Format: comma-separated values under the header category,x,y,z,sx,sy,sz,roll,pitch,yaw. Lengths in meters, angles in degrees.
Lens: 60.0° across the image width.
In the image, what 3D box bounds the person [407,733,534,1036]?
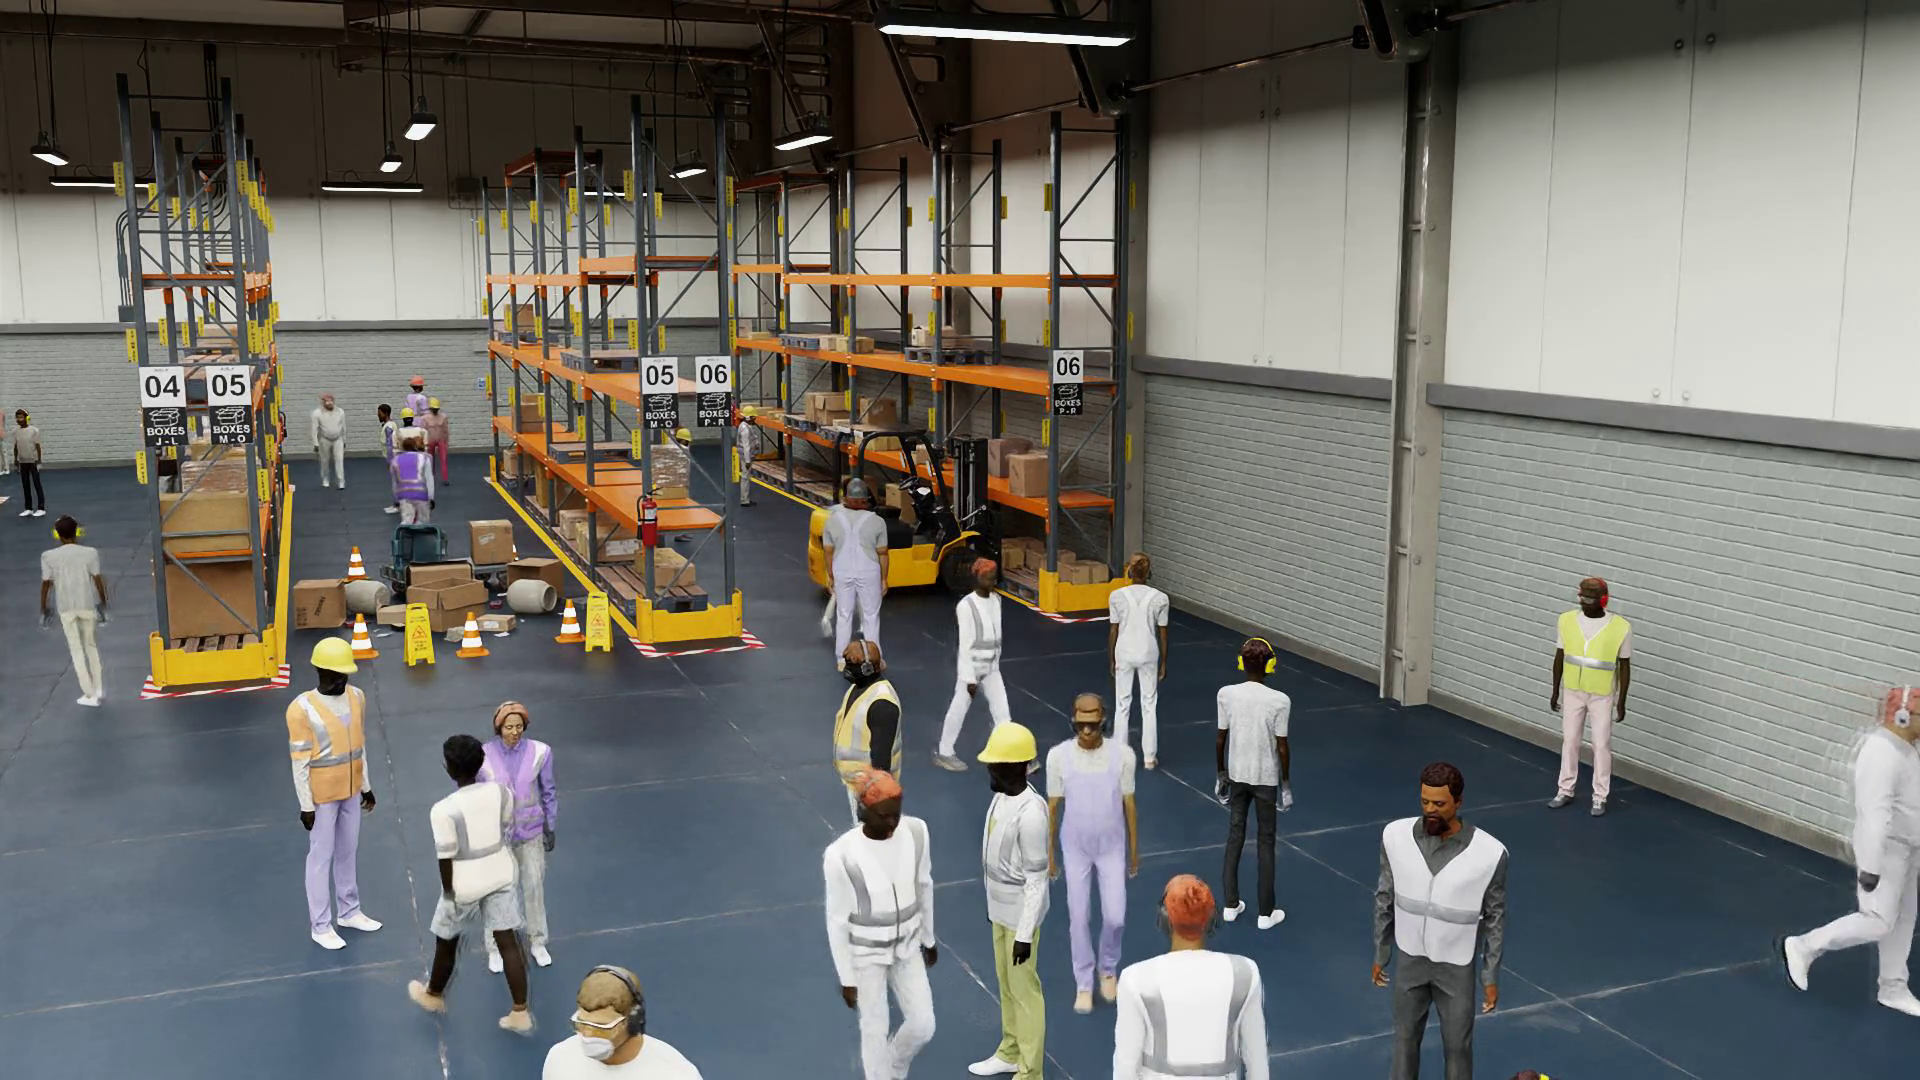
category,x,y,z,sx,sy,sz,roll,pitch,yaw
person,-2.685,1.865,9.117,0.879,1.647,0.540,7,12,39

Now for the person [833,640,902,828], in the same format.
category,x,y,z,sx,sy,sz,roll,pitch,yaw
person,-0.596,1.538,10.623,0.429,1.839,0.626,-3,10,-20

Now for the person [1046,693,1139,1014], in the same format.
category,x,y,z,sx,sy,sz,roll,pitch,yaw
person,0.732,1.745,9.311,0.535,1.831,0.403,1,9,6

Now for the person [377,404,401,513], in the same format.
category,x,y,z,sx,sy,sz,roll,pitch,yaw
person,-9.932,-1.425,29.050,0.396,1.910,0.585,-3,10,-20

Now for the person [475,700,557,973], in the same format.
category,x,y,z,sx,sy,sz,roll,pitch,yaw
person,-2.657,1.753,9.905,0.514,1.634,0.313,-4,10,-22

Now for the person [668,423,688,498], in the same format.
category,x,y,z,sx,sy,sz,roll,pitch,yaw
person,-4.919,-1.256,28.867,0.503,1.631,0.303,7,12,39

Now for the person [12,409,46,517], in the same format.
category,x,y,z,sx,sy,sz,roll,pitch,yaw
person,-16.008,-1.323,28.565,0.499,1.861,0.327,1,9,3

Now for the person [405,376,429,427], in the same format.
category,x,y,z,sx,sy,sz,roll,pitch,yaw
person,-11.256,-2.387,34.648,0.613,2.048,0.362,6,11,34

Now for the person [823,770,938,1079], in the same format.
category,x,y,z,sx,sy,sz,roll,pitch,yaw
person,-0.363,1.960,7.874,0.622,1.862,0.456,-6,11,-31

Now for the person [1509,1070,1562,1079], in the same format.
category,x,y,z,sx,sy,sz,roll,pitch,yaw
person,1.617,2.437,4.866,0.328,1.865,0.521,2,9,11

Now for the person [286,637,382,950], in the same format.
category,x,y,z,sx,sy,sz,roll,pitch,yaw
person,-3.863,1.543,10.298,0.369,1.925,0.586,4,10,22

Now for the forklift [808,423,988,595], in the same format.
category,x,y,z,sx,sy,sz,roll,pitch,yaw
forklift,-0.830,-0.399,21.676,2.313,2.155,1.214,-4,10,-21

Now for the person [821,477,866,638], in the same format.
category,x,y,z,sx,sy,sz,roll,pitch,yaw
person,-1.281,0.197,19.048,0.540,1.842,0.845,5,10,29

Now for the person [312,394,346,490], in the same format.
category,x,y,z,sx,sy,sz,roll,pitch,yaw
person,-12.260,-1.917,32.322,0.652,1.861,0.998,-6,11,-32

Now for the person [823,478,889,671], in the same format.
category,x,y,z,sx,sy,sz,roll,pitch,yaw
person,-1.057,0.361,17.376,0.689,2.000,0.539,2,9,10

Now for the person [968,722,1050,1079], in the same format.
category,x,y,z,sx,sy,sz,roll,pitch,yaw
person,0.262,1.851,8.348,0.360,1.929,0.587,-3,9,-16

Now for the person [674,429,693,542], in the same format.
category,x,y,z,sx,sy,sz,roll,pitch,yaw
person,-4.322,-0.856,25.926,0.328,1.759,0.524,0,9,-1

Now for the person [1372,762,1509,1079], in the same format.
category,x,y,z,sx,sy,sz,roll,pitch,yaw
person,2.224,1.951,7.750,0.594,1.917,0.373,5,11,31

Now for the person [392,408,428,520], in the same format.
category,x,y,z,sx,sy,sz,roll,pitch,yaw
person,-9.246,-1.263,28.009,0.588,1.917,0.404,-4,10,-24

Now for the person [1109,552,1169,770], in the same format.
category,x,y,z,sx,sy,sz,roll,pitch,yaw
person,1.490,1.015,13.920,0.501,1.839,0.342,1,9,7

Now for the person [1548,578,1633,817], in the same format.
category,x,y,z,sx,sy,sz,roll,pitch,yaw
person,4.841,1.189,12.781,0.574,1.842,0.375,7,11,38

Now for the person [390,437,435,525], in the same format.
category,x,y,z,sx,sy,sz,roll,pitch,yaw
person,-8.002,-0.610,24.342,0.663,1.783,0.923,0,9,-2

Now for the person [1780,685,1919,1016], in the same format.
category,x,y,z,sx,sy,sz,roll,pitch,yaw
person,5.109,1.718,9.315,0.716,1.892,0.652,7,12,39

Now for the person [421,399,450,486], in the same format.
category,x,y,z,sx,sy,sz,roll,pitch,yaw
person,-10.328,-1.918,32.747,0.549,1.710,0.760,-5,10,-27

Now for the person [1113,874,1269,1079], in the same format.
category,x,y,z,sx,sy,sz,roll,pitch,yaw
person,0.890,2.219,6.306,0.620,1.855,0.798,-1,9,-4

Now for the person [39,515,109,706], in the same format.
category,x,y,z,sx,sy,sz,roll,pitch,yaw
person,-8.528,0.680,16.002,0.553,1.836,0.558,-7,11,-38

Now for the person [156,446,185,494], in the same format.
category,x,y,z,sx,sy,sz,roll,pitch,yaw
person,-12.600,-1.073,26.451,0.435,2.034,0.610,5,10,27

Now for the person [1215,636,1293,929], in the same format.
category,x,y,z,sx,sy,sz,roll,pitch,yaw
person,1.871,1.534,10.573,0.512,1.861,0.329,6,11,33

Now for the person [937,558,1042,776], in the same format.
category,x,y,z,sx,sy,sz,roll,pitch,yaw
person,0.191,1.059,13.629,1.038,1.826,0.592,7,11,38

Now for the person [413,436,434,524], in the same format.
category,x,y,z,sx,sy,sz,roll,pitch,yaw
person,-8.613,-0.851,26.416,0.497,1.578,0.809,-1,9,-7

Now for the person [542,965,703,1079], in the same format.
category,x,y,z,sx,sy,sz,roll,pitch,yaw
person,-1.100,2.306,5.488,0.627,1.933,0.367,4,10,24

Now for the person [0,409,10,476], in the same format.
category,x,y,z,sx,sy,sz,roll,pitch,yaw
person,-19.894,-2.131,34.326,0.314,1.636,0.516,2,9,10

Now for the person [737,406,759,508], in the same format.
category,x,y,z,sx,sy,sz,roll,pitch,yaw
person,-3.775,-1.477,29.648,0.405,1.824,0.585,-1,9,-8
